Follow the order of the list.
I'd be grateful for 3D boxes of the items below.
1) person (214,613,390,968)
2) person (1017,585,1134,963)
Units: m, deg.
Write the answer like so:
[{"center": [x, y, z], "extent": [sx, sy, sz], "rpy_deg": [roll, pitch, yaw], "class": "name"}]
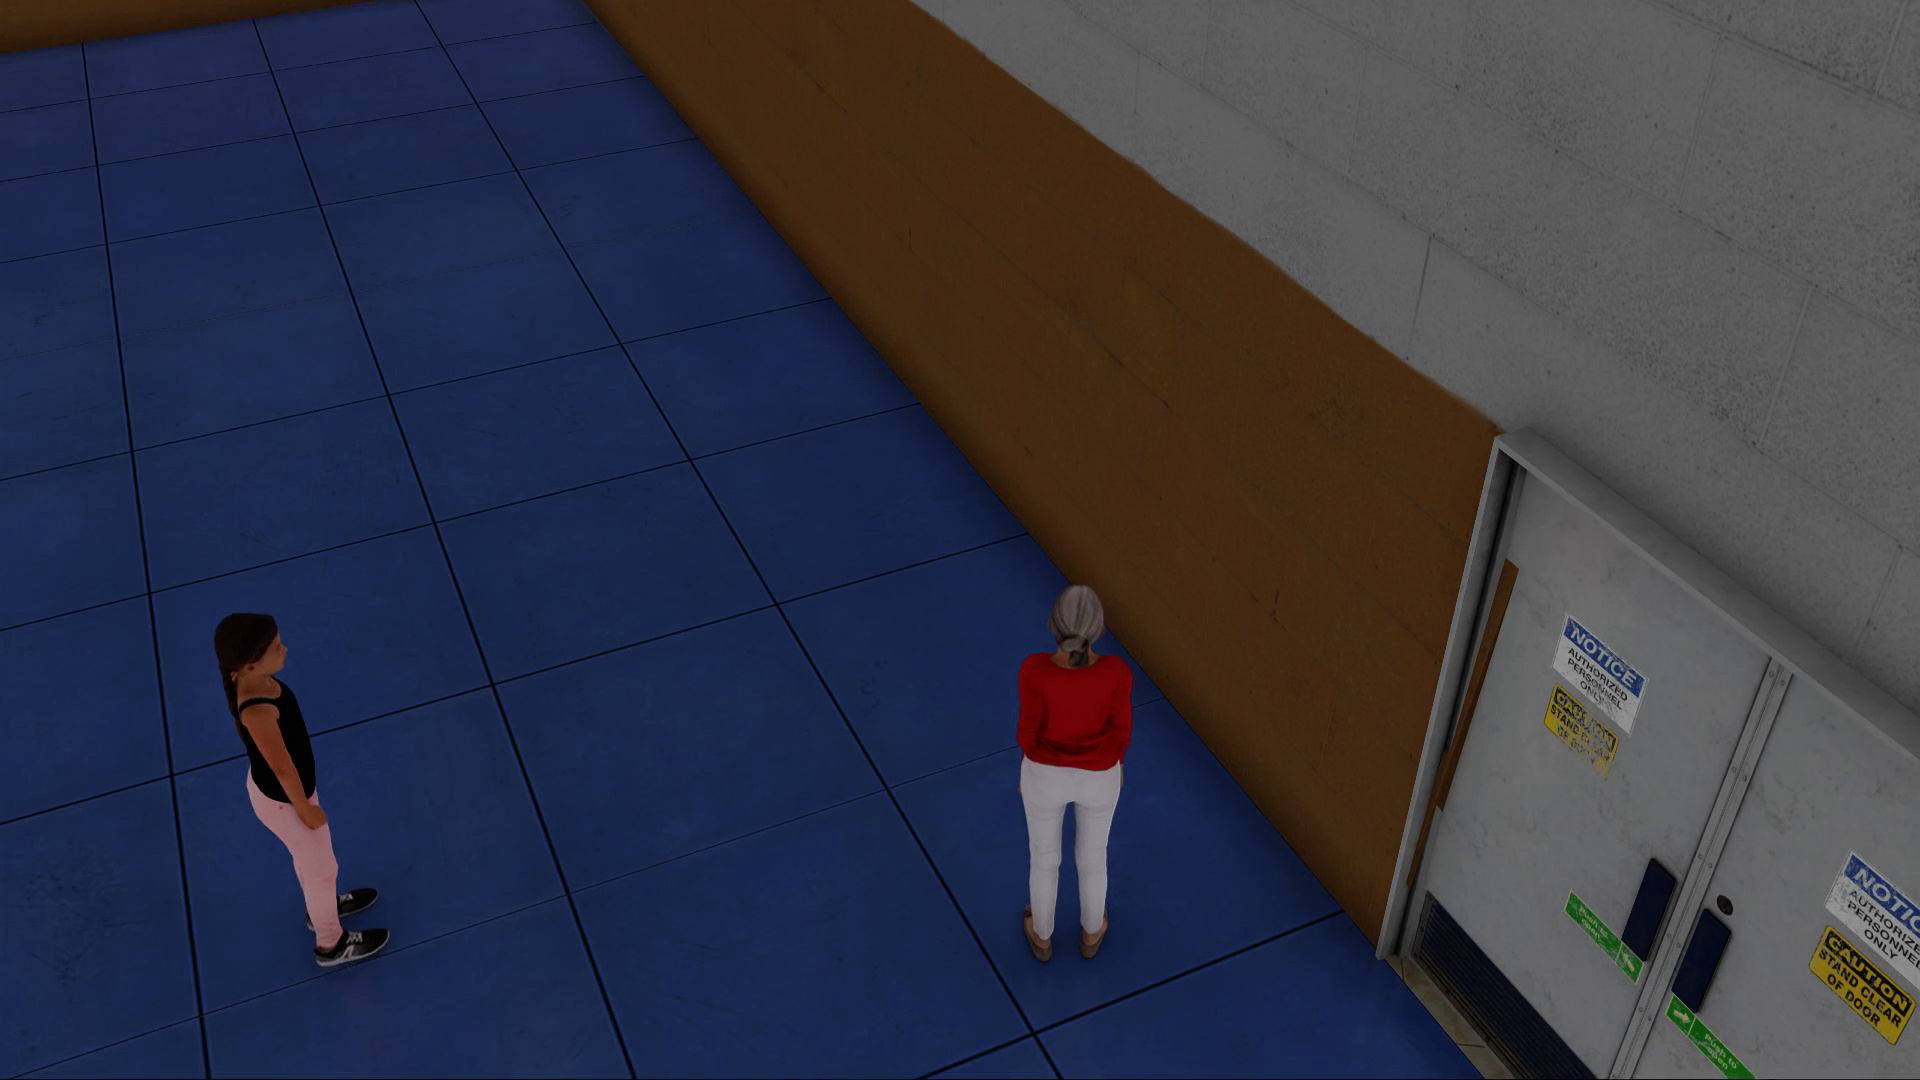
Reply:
[{"center": [-2.329, 0.871, 5.759], "extent": [0.536, 1.562, 0.534], "rpy_deg": [-19, 41, -24], "class": "person"}, {"center": [0.382, 0.823, 5.714], "extent": [0.601, 1.694, 0.691], "rpy_deg": [0, 37, 0], "class": "person"}]
